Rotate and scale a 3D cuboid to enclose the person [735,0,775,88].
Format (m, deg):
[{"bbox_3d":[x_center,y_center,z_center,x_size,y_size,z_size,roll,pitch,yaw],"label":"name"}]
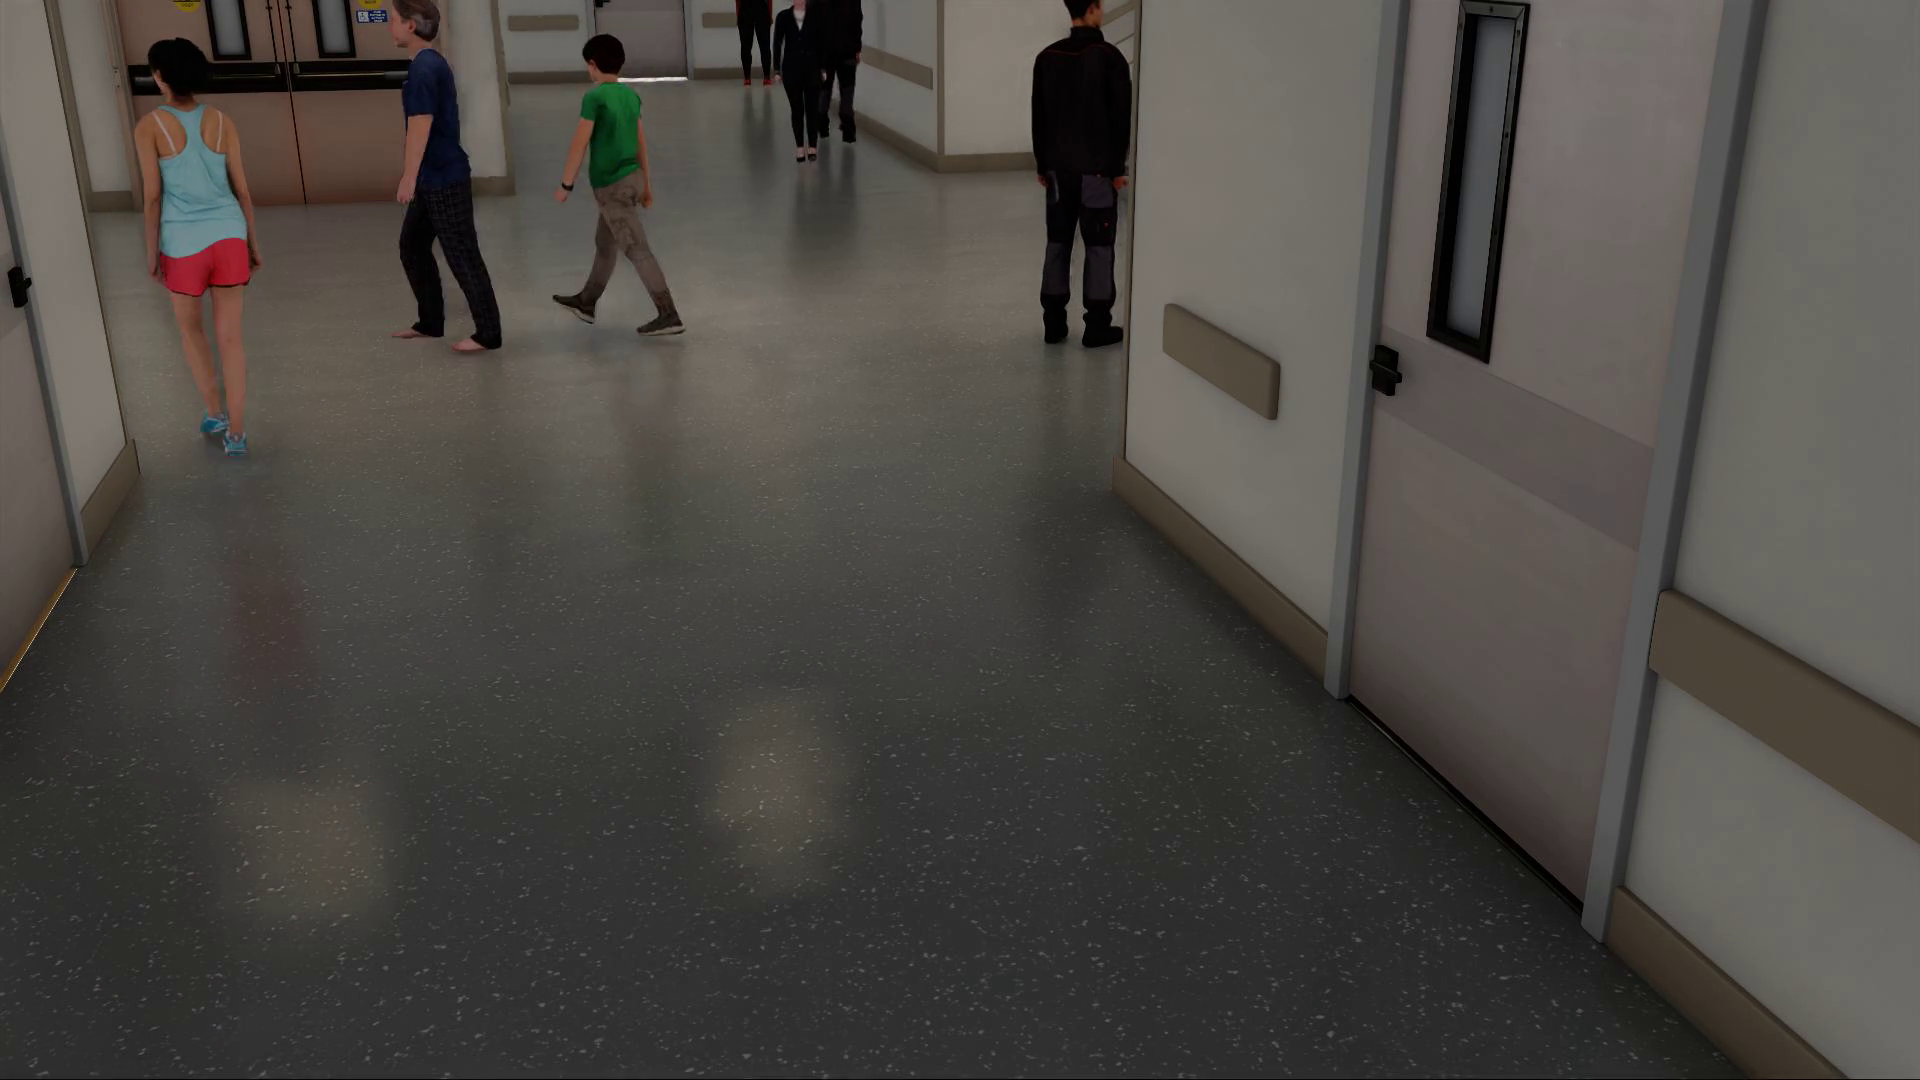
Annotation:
[{"bbox_3d":[-2.795,-7.104,22.568,0.611,1.816,0.766,-1,21,-4],"label":"person"}]

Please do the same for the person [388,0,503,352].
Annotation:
[{"bbox_3d":[-2.652,-1.912,8.811,0.801,1.852,0.681,-7,22,-18],"label":"person"}]

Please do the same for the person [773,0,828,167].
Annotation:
[{"bbox_3d":[-1.468,-4.285,15.365,1.029,1.646,0.815,-2,21,-6],"label":"person"}]

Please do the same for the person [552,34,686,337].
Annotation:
[{"bbox_3d":[-1.792,-1.890,9.103,1.179,1.605,1.031,8,22,20],"label":"person"}]

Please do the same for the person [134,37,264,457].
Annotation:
[{"bbox_3d":[-3.209,-1.216,7.110,0.765,1.755,0.825,-14,25,-32],"label":"person"}]

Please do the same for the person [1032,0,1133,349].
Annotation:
[{"bbox_3d":[0.652,-2.034,9.003,0.770,1.944,0.842,10,23,25],"label":"person"}]

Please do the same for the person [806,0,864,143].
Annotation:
[{"bbox_3d":[-1.300,-5.025,17.056,1.040,1.833,0.818,-5,21,-13],"label":"person"}]
